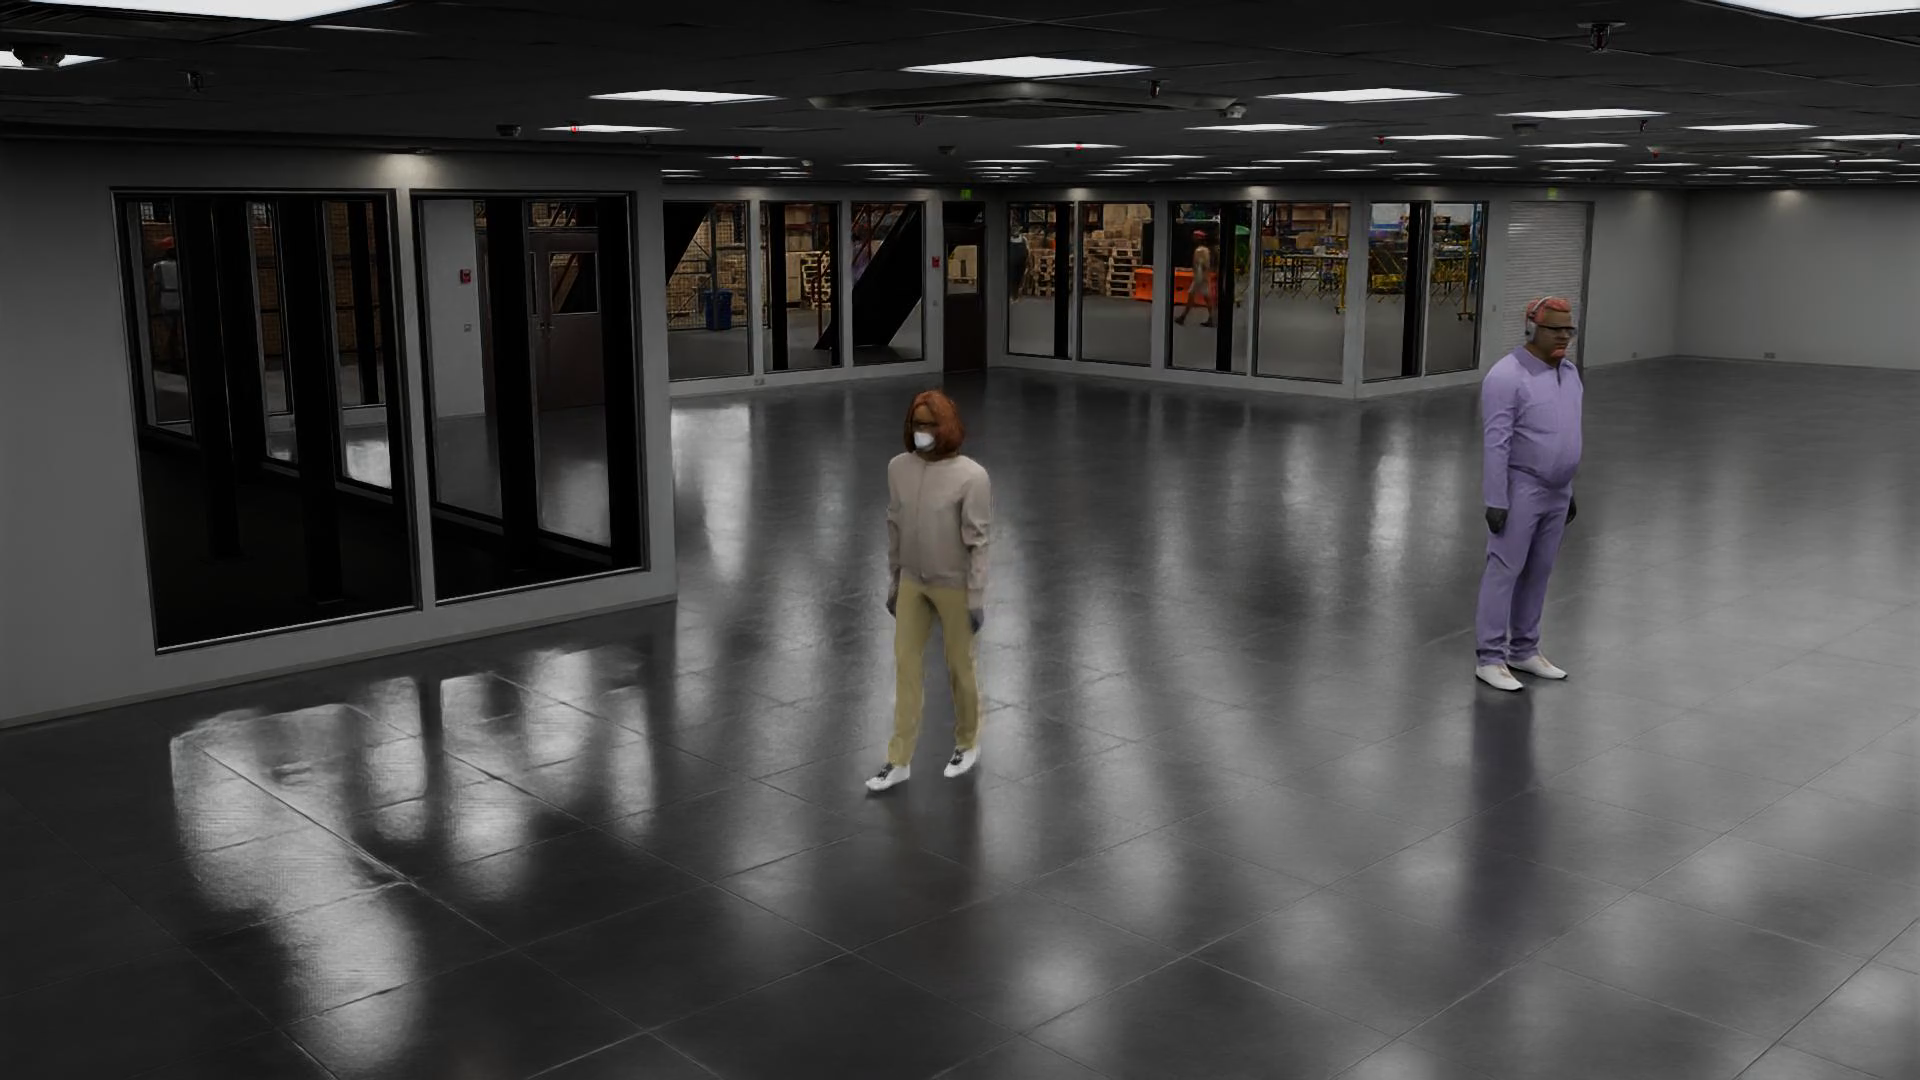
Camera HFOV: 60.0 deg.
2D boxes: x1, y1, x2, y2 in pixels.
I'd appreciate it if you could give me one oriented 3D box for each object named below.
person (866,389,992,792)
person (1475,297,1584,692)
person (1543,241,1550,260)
[{"bbox_3d":[-0.111,0.201,6.704,0.513,1.626,0.484,7,13,30],"label":"person"},{"bbox_3d":[2.803,-0.225,8.101,0.648,1.904,0.401,-8,14,-35],"label":"person"},{"bbox_3d":[18.208,-8.862,51.489,0.521,1.865,0.334,4,12,20],"label":"person"}]
